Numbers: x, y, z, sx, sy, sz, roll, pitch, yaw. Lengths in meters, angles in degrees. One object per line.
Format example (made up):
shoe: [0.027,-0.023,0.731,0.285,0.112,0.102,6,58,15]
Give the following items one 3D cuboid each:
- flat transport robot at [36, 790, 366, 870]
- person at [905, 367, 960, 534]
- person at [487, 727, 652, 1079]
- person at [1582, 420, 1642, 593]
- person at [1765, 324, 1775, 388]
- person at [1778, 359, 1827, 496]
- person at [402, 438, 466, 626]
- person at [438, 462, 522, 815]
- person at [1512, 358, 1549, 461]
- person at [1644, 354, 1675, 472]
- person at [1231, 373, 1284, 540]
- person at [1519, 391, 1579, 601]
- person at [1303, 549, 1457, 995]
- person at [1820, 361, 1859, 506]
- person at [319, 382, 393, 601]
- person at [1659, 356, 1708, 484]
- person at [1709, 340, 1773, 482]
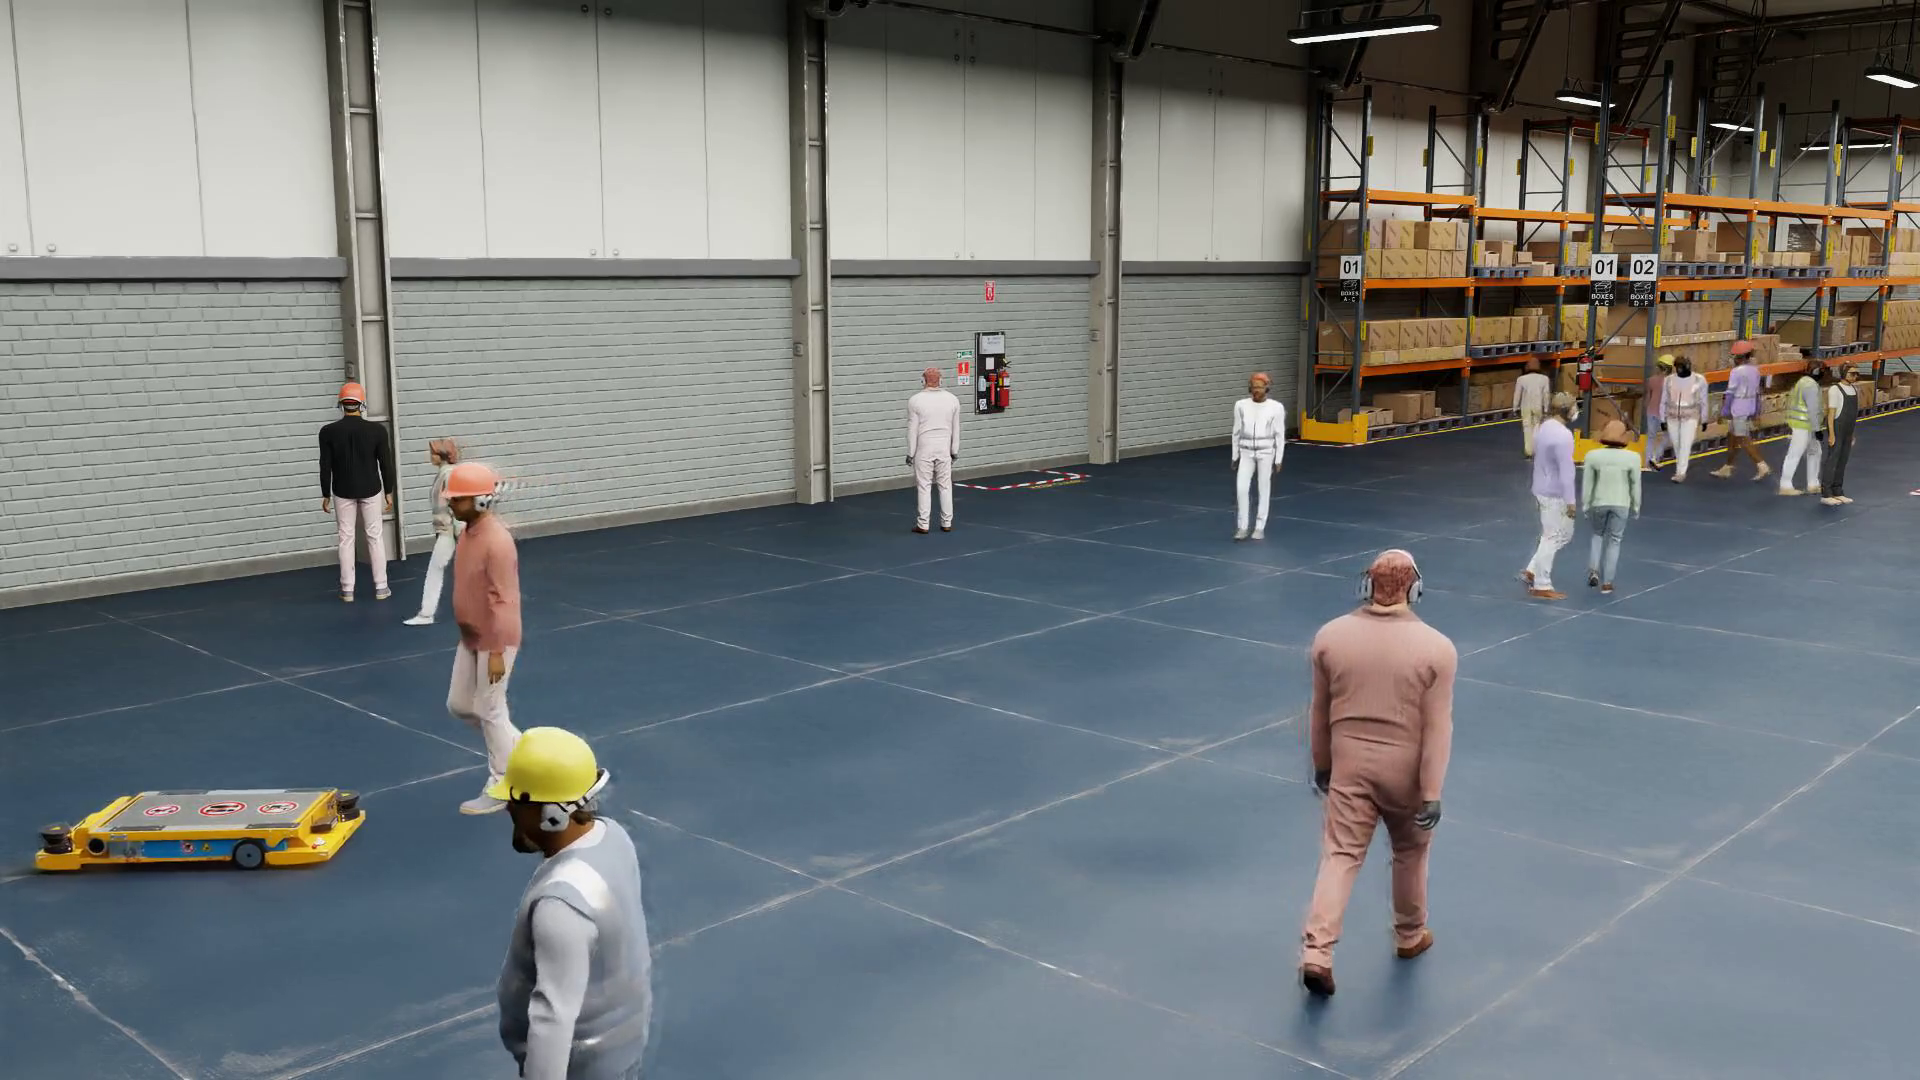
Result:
flat transport robot: [-3.916,1.491,8.644,1.431,0.197,0.652,-1,9,-4]
person: [-0.326,-1.023,19.000,0.655,1.906,0.407,-4,10,-24]
person: [-1.115,1.391,4.540,0.532,1.814,0.623,0,9,-1]
person: [6.090,-0.314,15.536,0.510,1.618,0.358,6,11,32]
person: [16.680,-3.522,34.329,0.596,1.872,0.518,9,13,42]
person: [11.319,-1.484,22.075,0.774,1.808,0.657,4,10,21]
person: [-4.307,-0.081,14.173,0.850,1.601,0.534,-4,10,-21]
person: [-2.613,0.545,9.241,0.484,1.980,0.612,-7,12,-38]
person: [9.004,-2.070,26.293,0.517,1.592,0.824,1,9,7]
person: [10.339,-1.855,24.540,0.401,1.753,0.538,-5,10,-27]
person: [3.256,-0.902,18.384,0.617,1.859,0.755,4,10,24]
person: [5.430,-0.395,15.134,0.441,1.922,0.636,1,9,9]
person: [1.751,0.966,7.023,0.641,1.859,0.992,6,11,33]
person: [11.278,-1.365,21.271,0.520,1.843,0.331,-6,11,-32]
person: [-5.494,-0.438,15.158,0.625,1.992,0.388,-3,10,-20]
person: [10.251,-1.716,23.610,0.630,1.784,0.972,7,12,37]
person: [11.185,-1.827,23.625,0.607,2.008,0.953,-8,12,-39]
